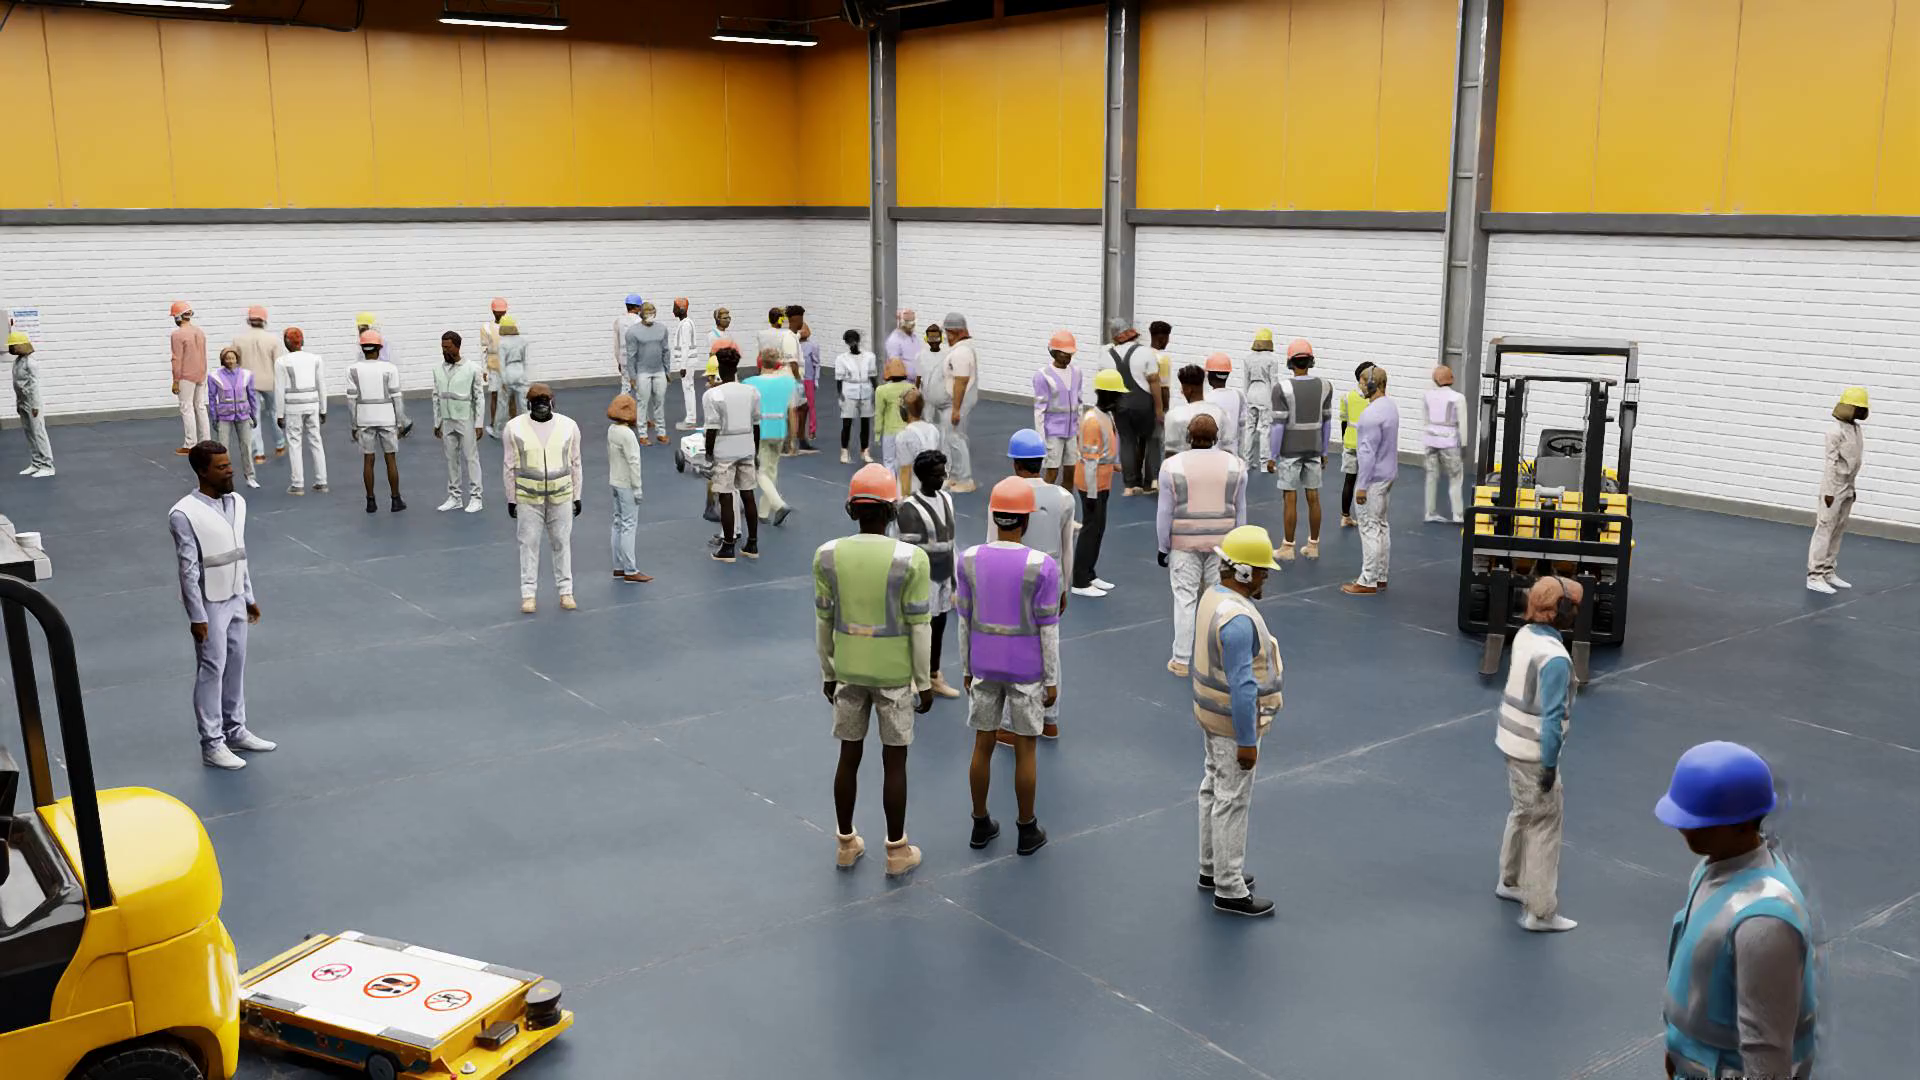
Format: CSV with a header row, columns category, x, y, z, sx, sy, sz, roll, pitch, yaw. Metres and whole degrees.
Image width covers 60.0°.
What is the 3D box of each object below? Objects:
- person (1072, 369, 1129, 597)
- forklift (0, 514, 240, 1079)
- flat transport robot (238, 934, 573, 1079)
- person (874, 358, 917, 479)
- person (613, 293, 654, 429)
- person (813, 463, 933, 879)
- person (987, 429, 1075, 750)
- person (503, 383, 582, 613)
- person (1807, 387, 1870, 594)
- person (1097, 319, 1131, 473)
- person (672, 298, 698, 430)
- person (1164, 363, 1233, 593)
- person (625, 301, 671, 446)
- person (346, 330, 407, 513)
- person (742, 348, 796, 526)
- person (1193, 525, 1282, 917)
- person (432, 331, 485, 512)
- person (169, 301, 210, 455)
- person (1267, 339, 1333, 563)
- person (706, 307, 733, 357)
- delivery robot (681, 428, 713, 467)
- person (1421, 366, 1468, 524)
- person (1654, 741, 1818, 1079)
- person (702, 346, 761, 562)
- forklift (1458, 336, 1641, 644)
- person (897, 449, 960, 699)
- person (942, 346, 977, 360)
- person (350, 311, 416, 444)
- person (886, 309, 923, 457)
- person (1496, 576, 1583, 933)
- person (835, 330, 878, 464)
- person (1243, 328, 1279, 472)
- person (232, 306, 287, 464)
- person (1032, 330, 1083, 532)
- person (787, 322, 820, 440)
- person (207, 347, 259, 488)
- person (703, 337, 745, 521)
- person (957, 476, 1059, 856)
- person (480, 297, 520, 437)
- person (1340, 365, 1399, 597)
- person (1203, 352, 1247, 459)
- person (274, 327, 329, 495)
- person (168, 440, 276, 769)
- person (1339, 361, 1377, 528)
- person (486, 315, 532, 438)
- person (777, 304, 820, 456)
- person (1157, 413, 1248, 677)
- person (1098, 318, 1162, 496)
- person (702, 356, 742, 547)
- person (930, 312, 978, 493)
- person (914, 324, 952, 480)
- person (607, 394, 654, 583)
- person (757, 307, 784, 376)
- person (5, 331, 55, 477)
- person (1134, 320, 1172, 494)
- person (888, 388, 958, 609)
category,x,y,z,sx,sy,sz,roll,pitch,yaw
person,1.173,-0.473,13.859,0.434,1.911,0.594,3,12,14
forklift,-3.687,1.115,5.480,2.313,2.155,1.214,-9,15,-36
flat transport robot,-2.323,1.846,6.610,1.431,0.197,0.652,5,13,24
person,-0.668,-1.113,17.630,0.500,1.623,0.305,-7,13,-29
person,-4.653,-2.546,23.780,0.604,1.938,0.402,5,13,23
person,-0.413,0.637,8.184,0.608,2.036,0.409,4,12,20
person,0.409,0.297,10.062,0.600,1.940,0.407,-7,14,-32
person,-3.337,-0.341,13.368,0.626,1.844,0.429,-4,12,-19
person,7.437,-0.428,14.027,0.489,1.741,0.322,-9,15,-38
person,1.874,-1.729,20.040,0.533,1.852,0.475,-10,15,-39
person,-3.922,-2.517,23.791,0.350,1.879,0.576,-2,12,-8
person,2.033,-0.490,13.867,0.628,1.938,0.726,-4,12,-20
person,-4.153,-2.224,22.254,0.636,1.931,0.377,-9,15,-38
person,-6.149,-1.247,17.533,0.543,1.928,0.374,-2,12,-10
person,-1.934,-1.025,16.767,0.599,1.810,0.675,-6,13,-26
person,1.290,0.831,7.747,0.403,1.825,0.586,-1,12,-5
person,-5.289,-1.251,17.577,0.597,1.916,0.370,4,12,18
person,-9.965,-2.091,21.493,0.411,1.980,0.626,2,12,10
person,3.079,-0.809,15.158,0.605,2.036,0.393,-4,12,-17
person,-3.172,-2.186,22.268,0.345,1.846,0.508,5,13,22
delivery robot,-3.108,-1.098,19.920,0.477,0.478,0.707,-4,12,-20
person,4.927,-0.956,16.880,0.386,1.617,0.557,-10,16,-41
person,2.055,1.458,4.503,0.443,1.917,0.668,4,12,20
person,-2.083,-0.782,15.190,0.610,1.964,0.366,-10,15,-39
forklift,4.683,-0.471,13.136,1.214,2.155,2.313,4,12,20
person,-0.203,0.236,10.959,0.368,1.691,0.536,8,14,32
person,-0.023,-1.933,21.337,0.526,1.735,0.786,-5,13,-21
person,-7.864,-2.214,22.558,0.597,1.801,0.858,9,15,38
person,-0.576,-1.961,21.057,0.643,1.890,0.680,8,14,32
person,2.636,0.961,7.599,0.343,1.627,0.525,0,12,0
person,-1.288,-1.777,20.725,0.558,1.673,0.364,-4,12,-20
person,3.659,-1.700,20.200,0.488,1.737,0.322,11,16,44
person,-8.818,-1.971,20.972,0.629,1.937,1.008,-3,12,-14
person,0.997,-1.056,16.384,0.613,2.028,0.409,-10,15,-40
person,-2.150,-2.177,22.739,0.507,1.632,0.268,5,13,23
person,-8.245,-1.375,18.882,0.513,1.631,0.318,-9,15,-36
person,-2.425,-1.146,17.148,0.400,1.892,0.671,2,12,12
person,0.251,0.636,8.431,0.543,1.931,0.387,5,13,23
person,-6.329,-2.384,23.002,0.553,1.934,0.366,-4,12,-20
person,3.454,-0.492,13.897,0.382,1.930,0.636,6,13,28
person,2.304,-0.722,14.976,0.551,1.934,0.372,-7,13,-29
person,-7.363,-1.440,18.599,0.350,1.877,0.590,9,15,37
person,-4.350,0.366,9.757,0.392,1.922,0.590,2,12,8
person,4.014,-0.930,16.553,0.314,1.699,0.540,-10,15,-39
person,-6.146,-2.205,22.706,0.857,1.704,0.499,10,16,41
person,-2.090,-2.031,21.279,0.549,1.941,0.699,0,12,0
person,1.663,0.037,11.539,0.624,1.845,0.430,-1,12,-3
person,1.926,-1.519,18.571,0.773,2.000,0.540,6,13,25
person,-2.247,-0.845,15.870,0.403,1.817,0.601,0,12,-1
person,-0.074,-1.563,18.782,0.535,2.000,0.680,1,12,5
person,-0.276,-1.580,19.315,0.510,1.861,0.324,0,12,-1
person,-2.882,-0.448,14.386,0.287,1.635,0.499,-8,14,-33
person,-2.468,-2.175,22.202,0.519,1.856,0.351,5,13,22
person,-11.095,-1.614,19.782,0.484,1.735,0.335,9,15,37
person,2.169,-1.487,18.645,0.413,1.949,0.625,-6,13,-25
person,-0.329,-0.332,13.454,0.982,1.795,0.514,11,16,42
